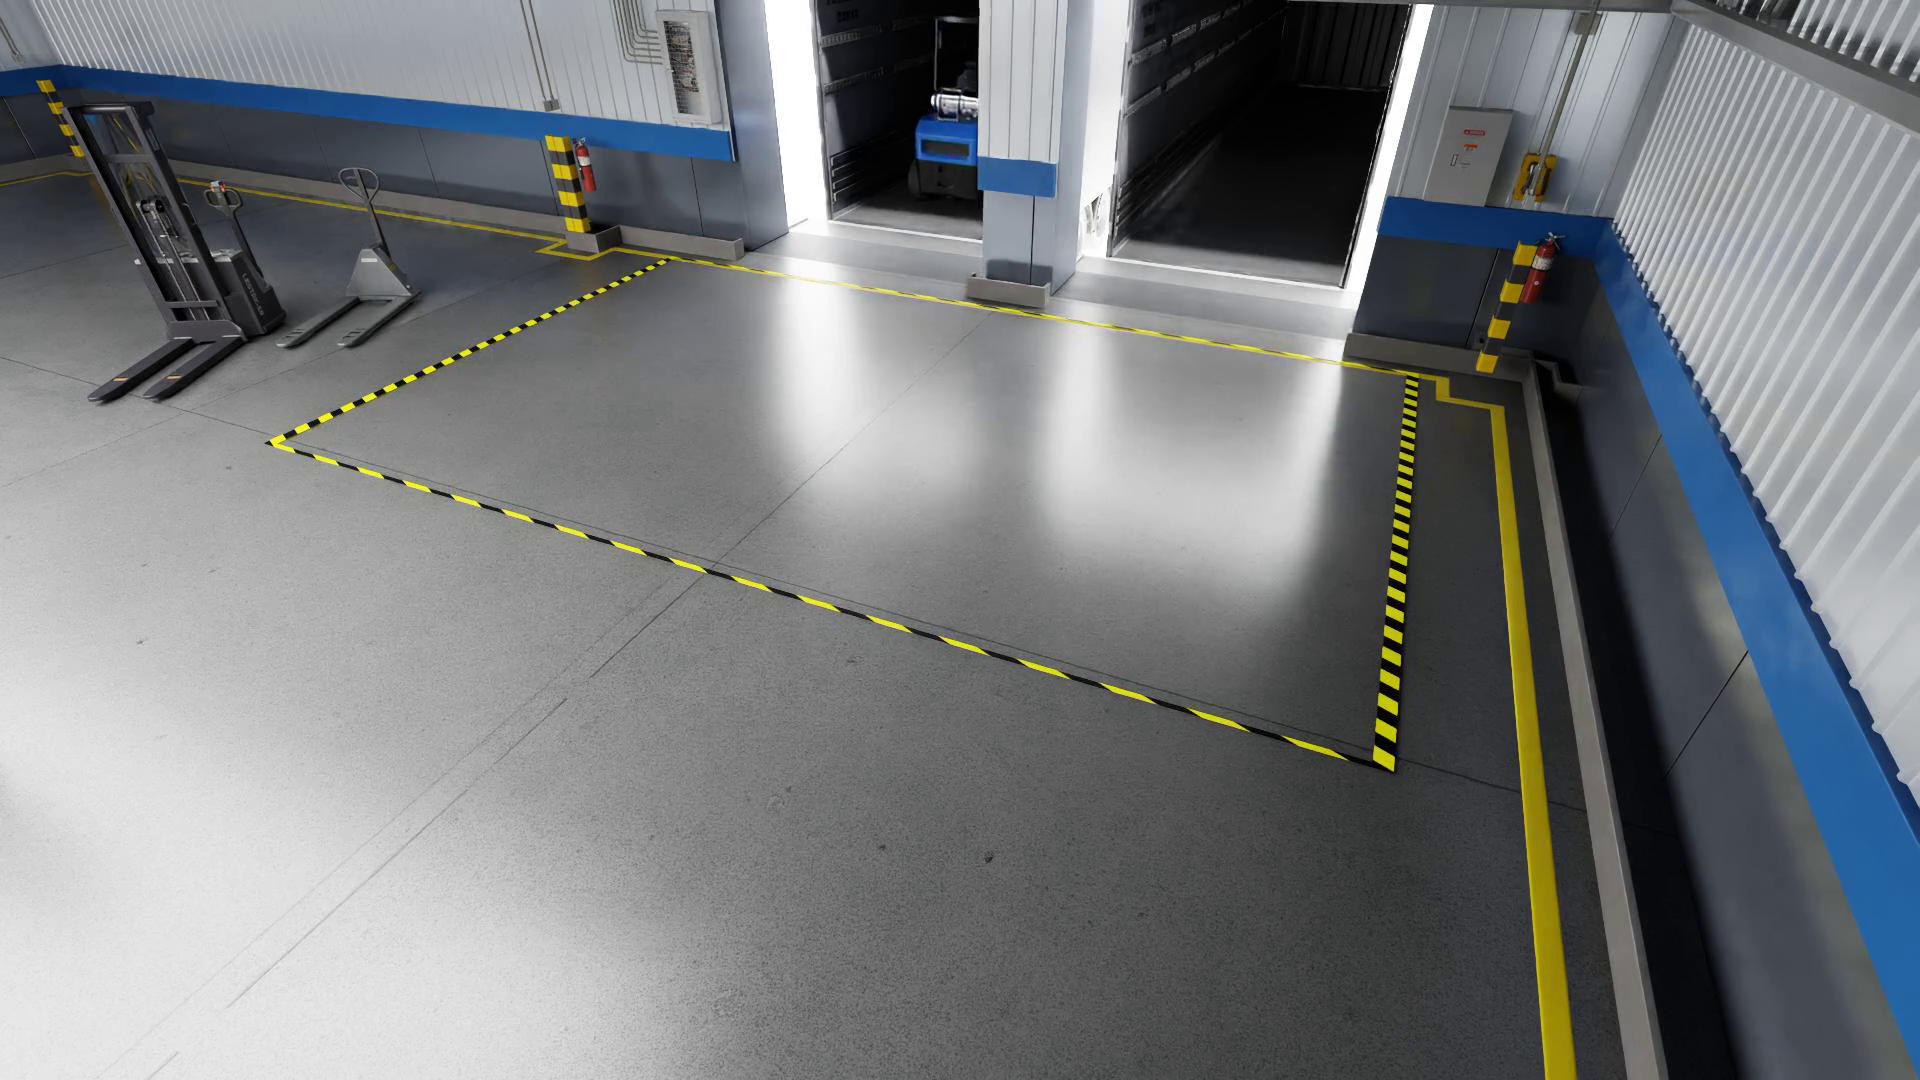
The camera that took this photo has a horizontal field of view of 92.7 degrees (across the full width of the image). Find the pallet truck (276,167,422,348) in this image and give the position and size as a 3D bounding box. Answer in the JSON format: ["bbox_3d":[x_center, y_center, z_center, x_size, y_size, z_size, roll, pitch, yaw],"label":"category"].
[{"bbox_3d":[-5.732,-2.611,8.414,0.680,1.201,1.601,-1,35,-1],"label":"pallet truck"}]

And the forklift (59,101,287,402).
[{"bbox_3d":[-6.686,-2.387,7.434,0.823,1.965,1.885,-3,35,-5],"label":"forklift"}]

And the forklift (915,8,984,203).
[{"bbox_3d":[0.409,-5.783,11.972,1.157,2.036,2.680,16,38,21],"label":"forklift"}]
